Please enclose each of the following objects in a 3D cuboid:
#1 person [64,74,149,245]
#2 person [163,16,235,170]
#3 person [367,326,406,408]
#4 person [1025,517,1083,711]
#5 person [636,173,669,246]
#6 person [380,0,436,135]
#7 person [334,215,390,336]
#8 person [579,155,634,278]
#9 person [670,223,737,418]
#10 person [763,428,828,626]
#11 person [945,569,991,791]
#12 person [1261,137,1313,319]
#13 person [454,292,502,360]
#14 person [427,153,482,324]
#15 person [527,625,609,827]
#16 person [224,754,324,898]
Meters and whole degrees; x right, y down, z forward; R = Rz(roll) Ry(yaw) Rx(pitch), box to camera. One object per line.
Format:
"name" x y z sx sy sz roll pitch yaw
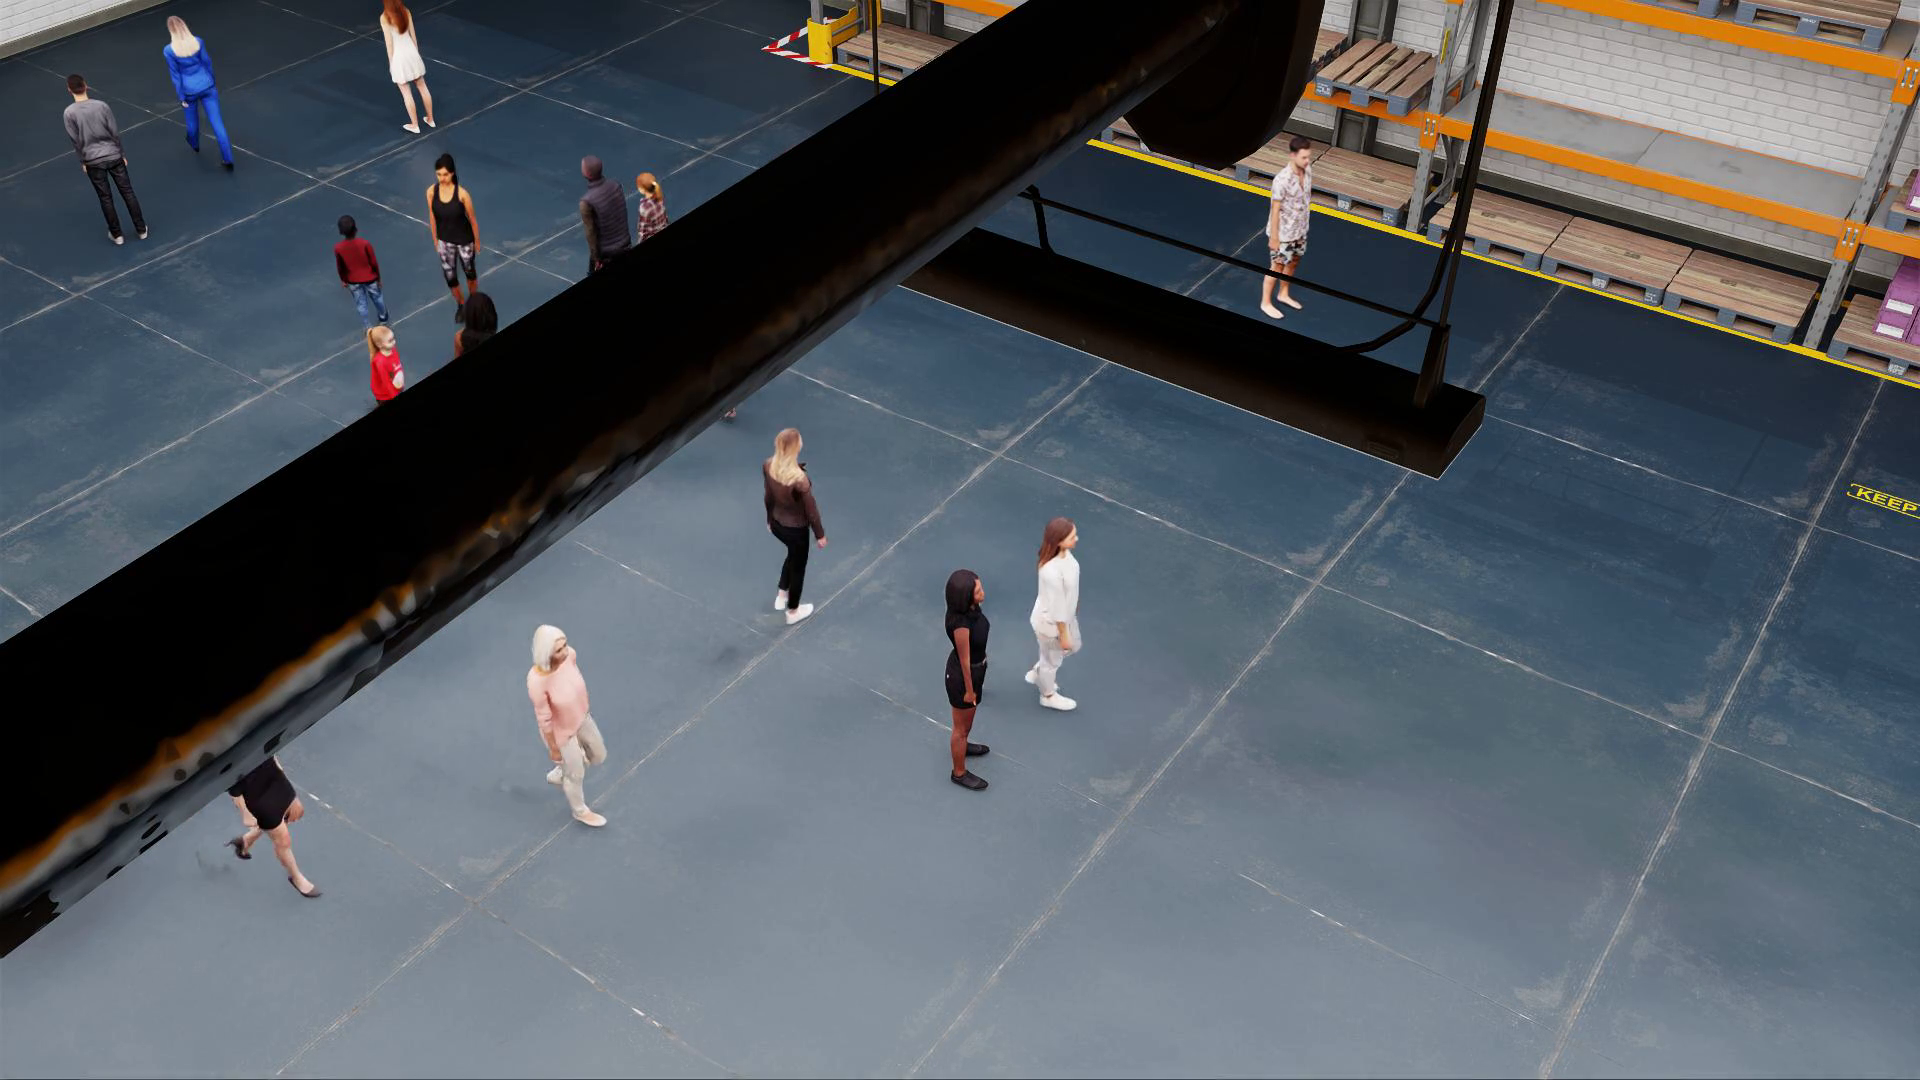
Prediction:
"person" -8.687 -3.863 16.860 0.679 1.759 0.651 -21 43 -25
"person" -8.277 -4.848 18.172 0.860 1.662 1.193 -26 45 -28
"person" -4.839 -1.246 13.991 0.949 1.250 0.720 7 39 9
"person" 0.586 0.518 11.438 0.737 1.681 0.709 7 39 9
"person" -2.894 -2.923 16.053 0.590 1.299 0.582 14 41 16
"person" -6.322 -5.493 18.939 0.570 1.711 0.584 31 48 33
"person" -5.562 -2.407 15.456 0.749 1.237 0.834 -10 40 -12
"person" -3.171 -2.675 15.341 1.098 1.799 0.701 25 45 28
"person" -2.227 -1.829 14.282 1.148 1.798 0.664 22 44 25
"person" -1.290 -0.038 12.126 0.712 1.690 0.562 -31 48 -33
"person" 0.040 0.888 10.926 0.683 1.741 0.670 2 39 3
"person" 3.087 -2.978 15.712 0.721 1.809 0.647 -30 47 -32
"person" -3.786 -1.108 13.390 0.758 1.784 0.859 4 39 5
"person" -4.747 -2.901 15.742 0.770 1.651 0.834 -1 39 -1
"person" -2.588 1.160 10.606 0.763 1.715 0.707 12 40 15
"person" -4.309 1.523 10.096 0.949 1.785 0.820 5 39 6
